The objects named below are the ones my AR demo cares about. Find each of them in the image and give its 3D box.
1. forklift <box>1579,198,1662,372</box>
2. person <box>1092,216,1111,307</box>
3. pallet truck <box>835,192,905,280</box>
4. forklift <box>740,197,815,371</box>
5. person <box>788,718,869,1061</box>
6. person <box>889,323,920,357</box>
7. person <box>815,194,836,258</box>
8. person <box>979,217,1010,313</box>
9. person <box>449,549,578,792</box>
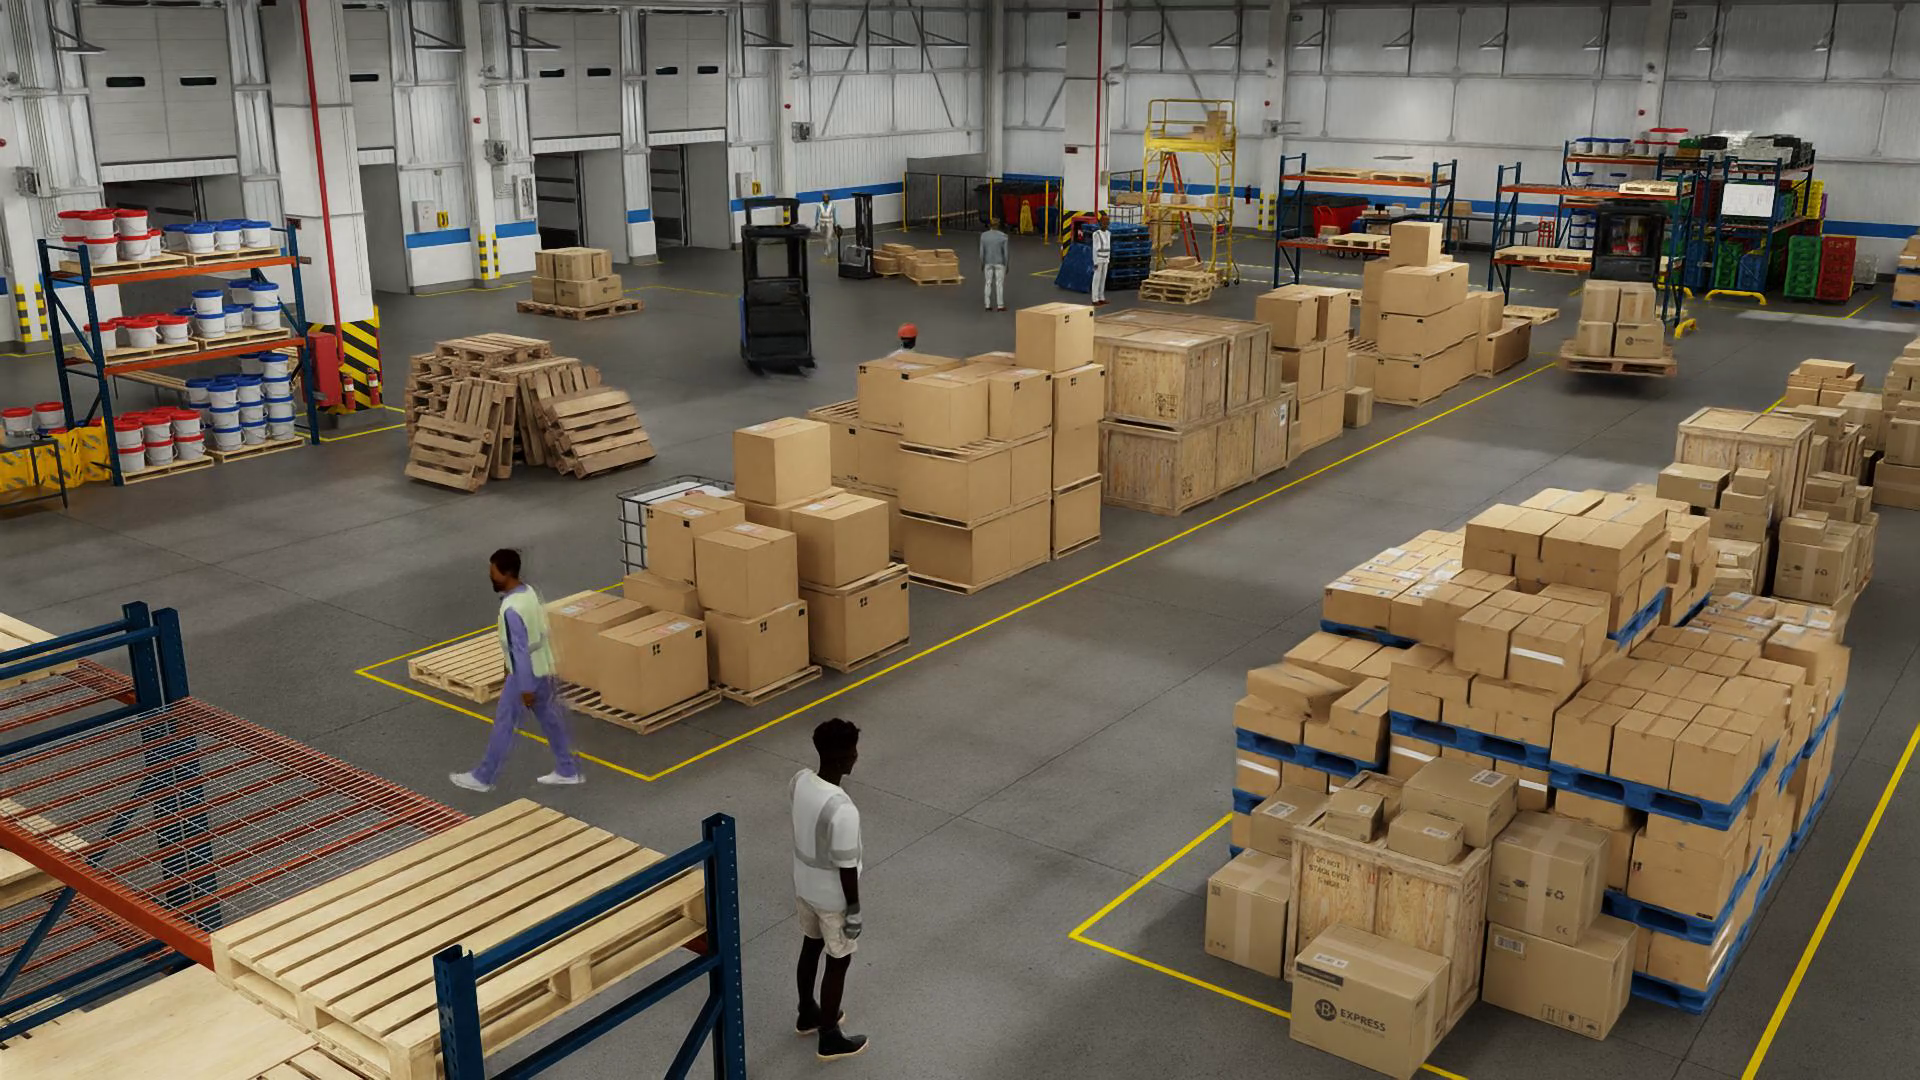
[{"bbox_3d":[11.307,-4.404,28.356,1.129,2.768,1.873,6,18,20],"label":"forklift"},{"bbox_3d":[2.966,-5.826,34.764,0.362,1.883,0.575,13,21,36],"label":"person"},{"bbox_3d":[-1.936,-7.159,38.982,1.885,1.965,0.823,-12,21,-34],"label":"pallet truck"},{"bbox_3d":[-3.194,-4.439,28.473,1.129,2.768,1.873,-4,17,-12],"label":"forklift"},{"bbox_3d":[-0.709,1.892,9.094,0.378,1.957,0.607,-11,20,-32],"label":"person"},{"bbox_3d":[-0.655,-1.842,21.504,0.565,1.920,0.471,12,21,35],"label":"person"},{"bbox_3d":[-3.442,-8.104,42.796,0.526,1.608,0.826,1,17,4],"label":"person"},{"bbox_3d":[0.711,-5.627,34.009,0.637,1.938,0.357,6,18,19],"label":"person"},{"bbox_3d":[-3.338,0.970,12.277,0.985,1.871,0.622,-1,17,-3],"label":"person"}]
